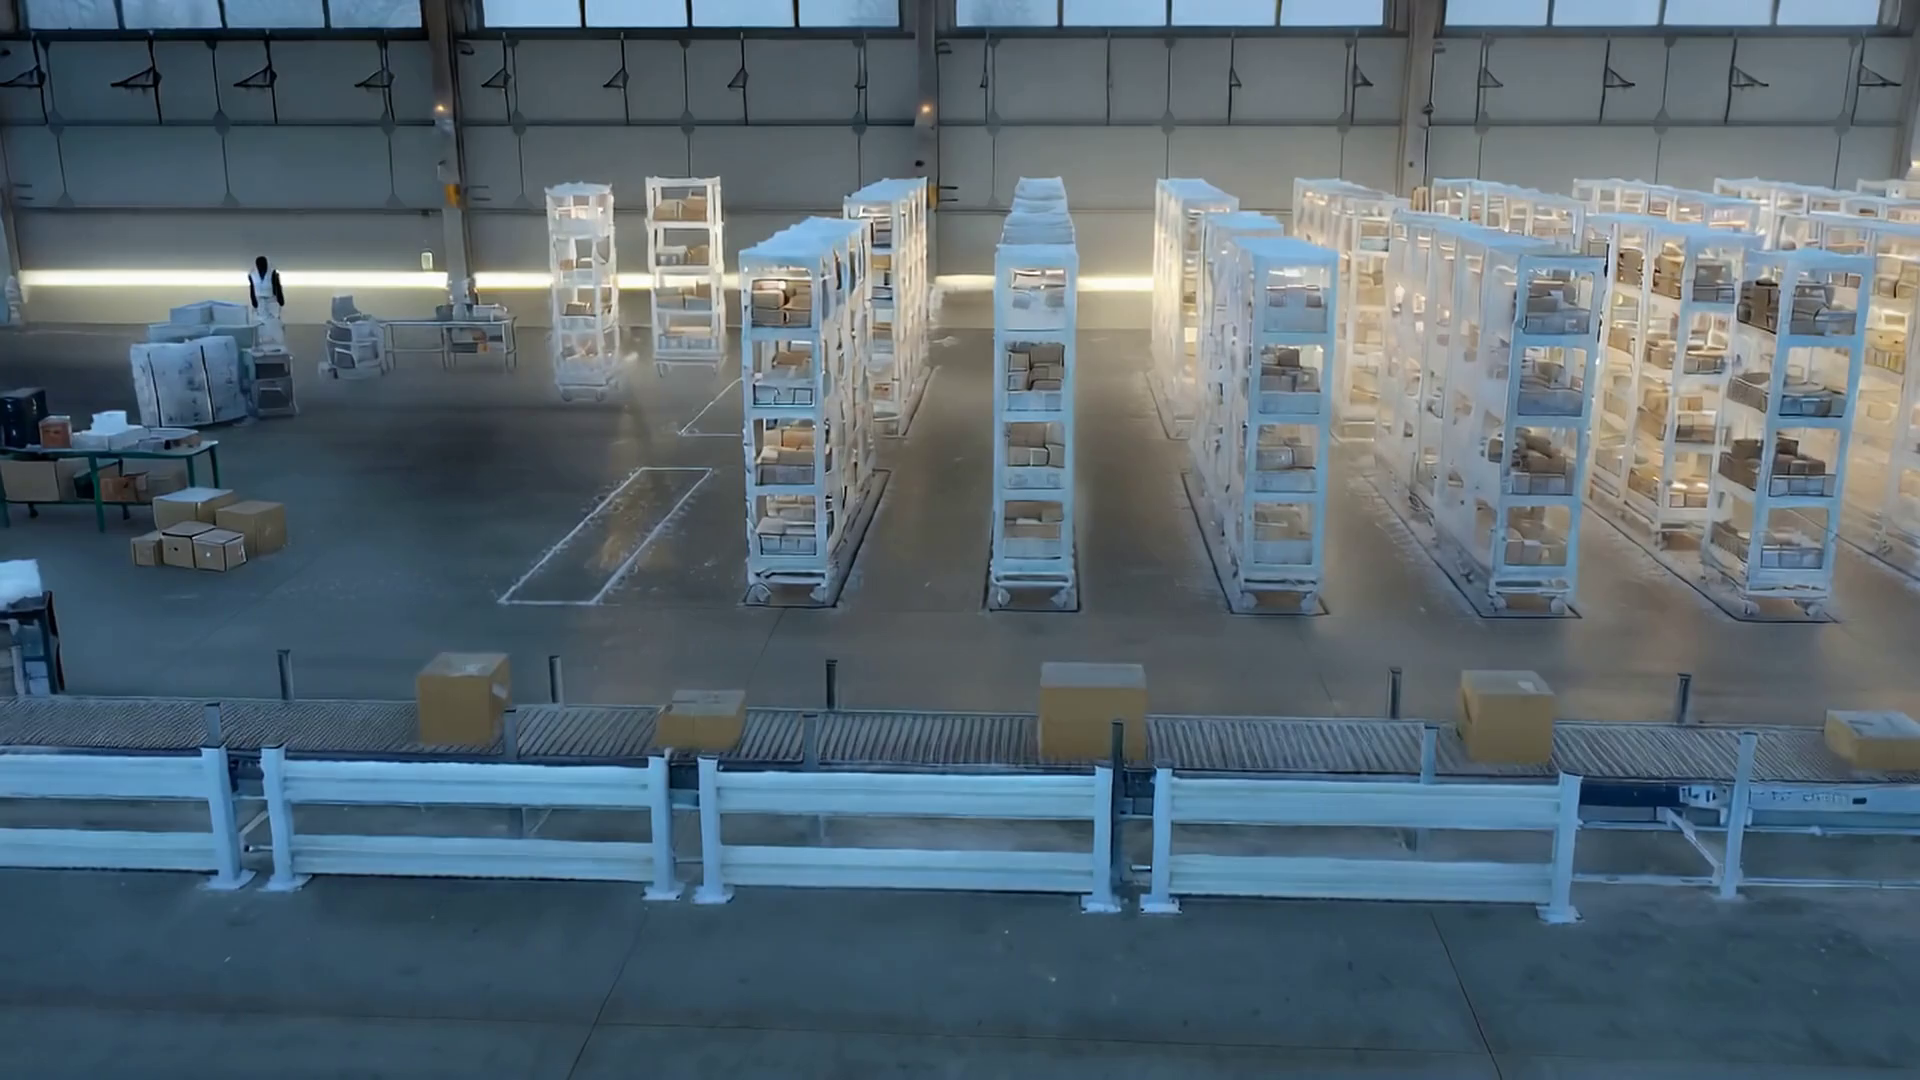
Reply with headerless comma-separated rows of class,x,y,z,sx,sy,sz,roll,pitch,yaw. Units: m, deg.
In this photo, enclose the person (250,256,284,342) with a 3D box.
person,-14.410,-4.988,34.599,0.630,1.831,0.429,-3,15,-10
